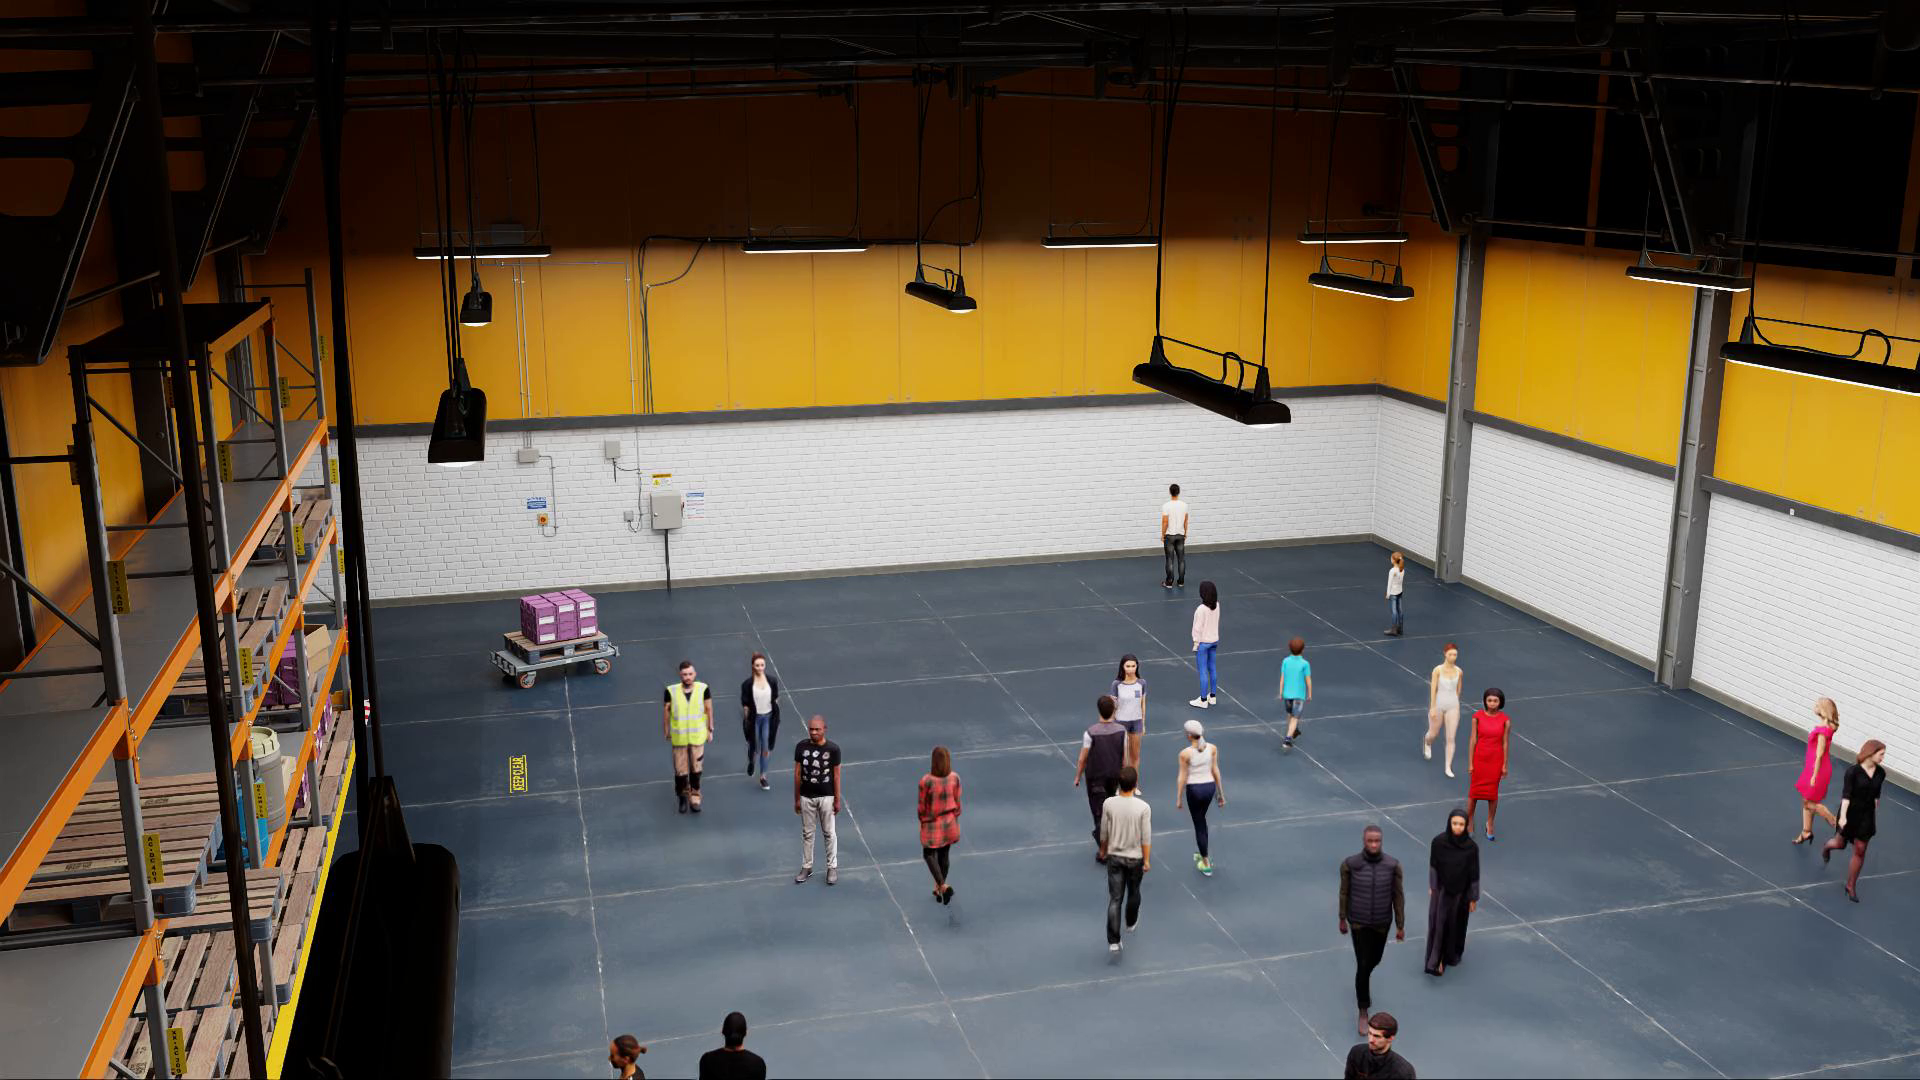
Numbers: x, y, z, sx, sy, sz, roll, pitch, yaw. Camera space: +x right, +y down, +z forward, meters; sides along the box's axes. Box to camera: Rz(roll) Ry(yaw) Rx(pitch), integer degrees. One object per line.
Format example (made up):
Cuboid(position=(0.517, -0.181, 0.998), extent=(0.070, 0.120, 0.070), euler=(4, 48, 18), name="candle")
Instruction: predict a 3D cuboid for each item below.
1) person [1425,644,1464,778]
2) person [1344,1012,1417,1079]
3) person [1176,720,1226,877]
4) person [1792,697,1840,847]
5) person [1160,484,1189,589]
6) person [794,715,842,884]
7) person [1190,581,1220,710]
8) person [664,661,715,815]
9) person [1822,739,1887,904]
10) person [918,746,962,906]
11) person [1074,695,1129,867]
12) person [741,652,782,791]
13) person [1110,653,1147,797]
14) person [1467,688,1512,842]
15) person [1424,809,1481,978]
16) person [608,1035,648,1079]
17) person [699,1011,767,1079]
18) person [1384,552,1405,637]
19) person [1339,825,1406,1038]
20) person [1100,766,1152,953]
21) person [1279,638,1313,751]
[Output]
Cuboid(position=(5.912, 2.047, 20.379), extent=(0.707, 1.622, 0.975), euler=(0, 14, 0), name="person")
Cuboid(position=(2.901, 4.092, 11.472), extent=(0.842, 1.840, 0.687), euler=(-12, 18, -41), name="person")
Cuboid(position=(2.544, 2.735, 17.429), extent=(0.684, 1.673, 0.686), euler=(-4, 14, -15), name="person")
Cuboid(position=(9.426, 2.556, 18.090), extent=(0.944, 1.712, 0.891), euler=(8, 16, 29), name="person")
Cuboid(position=(3.715, -0.076, 28.777), extent=(0.634, 1.797, 0.521), euler=(-4, 14, -15), name="person")
Cuboid(position=(-1.479, 2.683, 17.364), extent=(0.736, 1.805, 0.724), euler=(2, 14, 6), name="person")
Cuboid(position=(3.369, 1.413, 22.686), extent=(0.719, 1.769, 0.703), euler=(-12, 18, -40), name="person")
Cuboid(position=(-3.132, 2.236, 19.146), extent=(0.706, 1.835, 0.697), euler=(-4, 14, -15), name="person")
Cuboid(position=(9.144, 2.829, 17.069), extent=(0.763, 1.661, 1.078), euler=(0, 14, -1), name="person")
Cuboid(position=(-0.183, 2.907, 16.688), extent=(0.661, 1.689, 0.886), euler=(-5, 14, -19), name="person")
Cuboid(position=(1.565, 2.587, 17.717), extent=(0.731, 1.826, 0.998), euler=(-6, 15, -22), name="person")
Cuboid(position=(-2.399, 2.136, 19.906), extent=(0.658, 1.673, 0.791), euler=(-5, 15, -20), name="person")
Cuboid(position=(1.984, 2.172, 19.626), extent=(0.594, 1.734, 0.515), euler=(-3, 14, -11), name="person")
Cuboid(position=(5.838, 2.465, 18.398), extent=(0.647, 1.743, 0.663), euler=(4, 14, 16), name="person")
Cuboid(position=(4.612, 3.232, 15.521), extent=(1.008, 1.605, 1.160), euler=(5, 15, 20), name="person")
Cuboid(position=(-2.239, 4.175, 11.493), extent=(0.645, 1.668, 0.464), euler=(-3, 14, -12), name="person")
Cuboid(position=(-1.594, 4.153, 11.490), extent=(0.766, 1.714, 1.202), euler=(-1, 14, -4), name="person")
Cuboid(position=(6.830, 0.838, 26.031), extent=(0.527, 1.312, 0.556), euler=(-11, 17, -38), name="person")
Cuboid(position=(3.610, 3.347, 14.645), extent=(0.976, 1.795, 1.267), euler=(1, 14, 4), name="person")
Cuboid(position=(1.552, 3.065, 15.842), extent=(1.034, 1.779, 1.245), euler=(4, 14, 15), name="person")
Cuboid(position=(4.223, 1.972, 21.121), extent=(0.943, 1.420, 0.985), euler=(9, 16, 32), name="person")
